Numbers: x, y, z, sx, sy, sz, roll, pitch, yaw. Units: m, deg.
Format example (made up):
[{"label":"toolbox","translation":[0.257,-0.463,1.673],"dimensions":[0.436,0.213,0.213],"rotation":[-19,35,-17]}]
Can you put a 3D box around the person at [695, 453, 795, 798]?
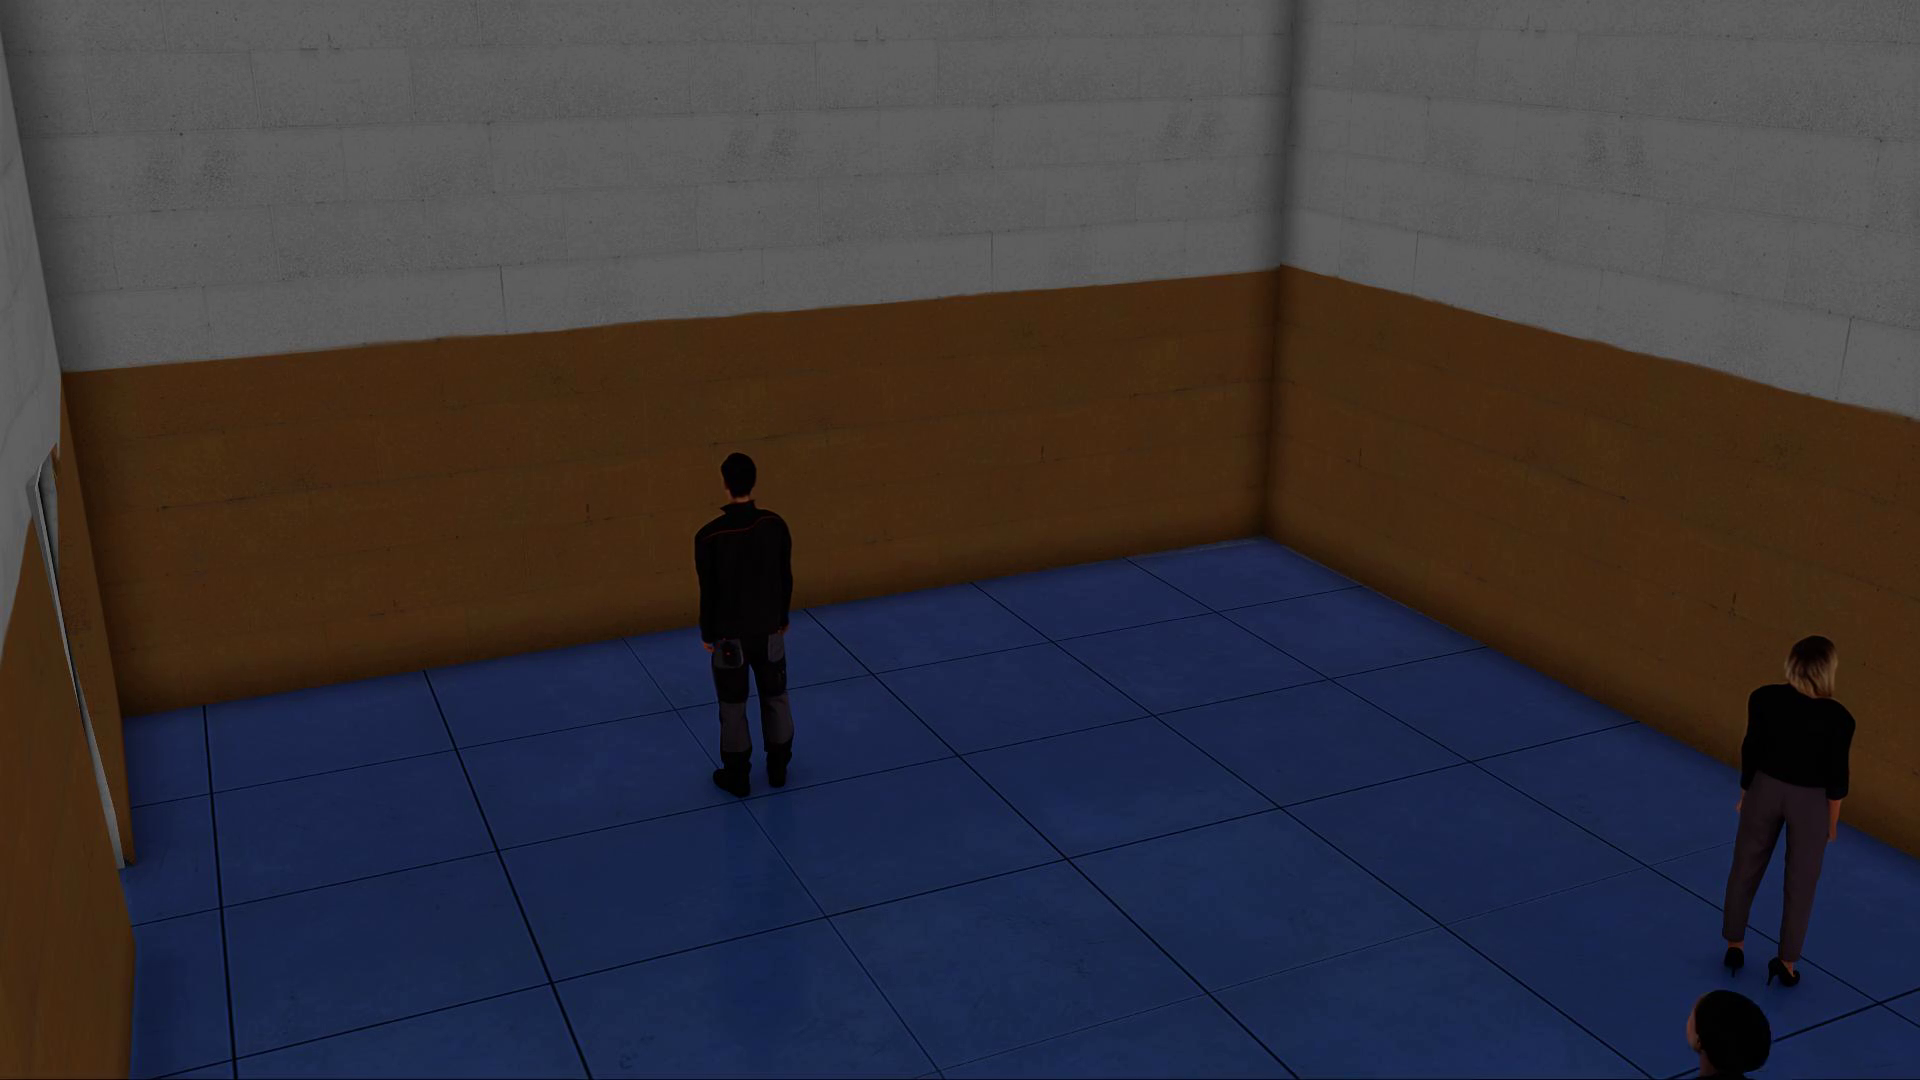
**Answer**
[{"label":"person","translation":[-1.168,0.458,9.117],"dimensions":[0.528,1.946,0.761],"rotation":[-10,21,-26]}]

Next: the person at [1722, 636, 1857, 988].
[{"label":"person","translation":[3.641,1.202,7.341],"dimensions":[0.665,1.672,0.651],"rotation":[16,24,39]}]
